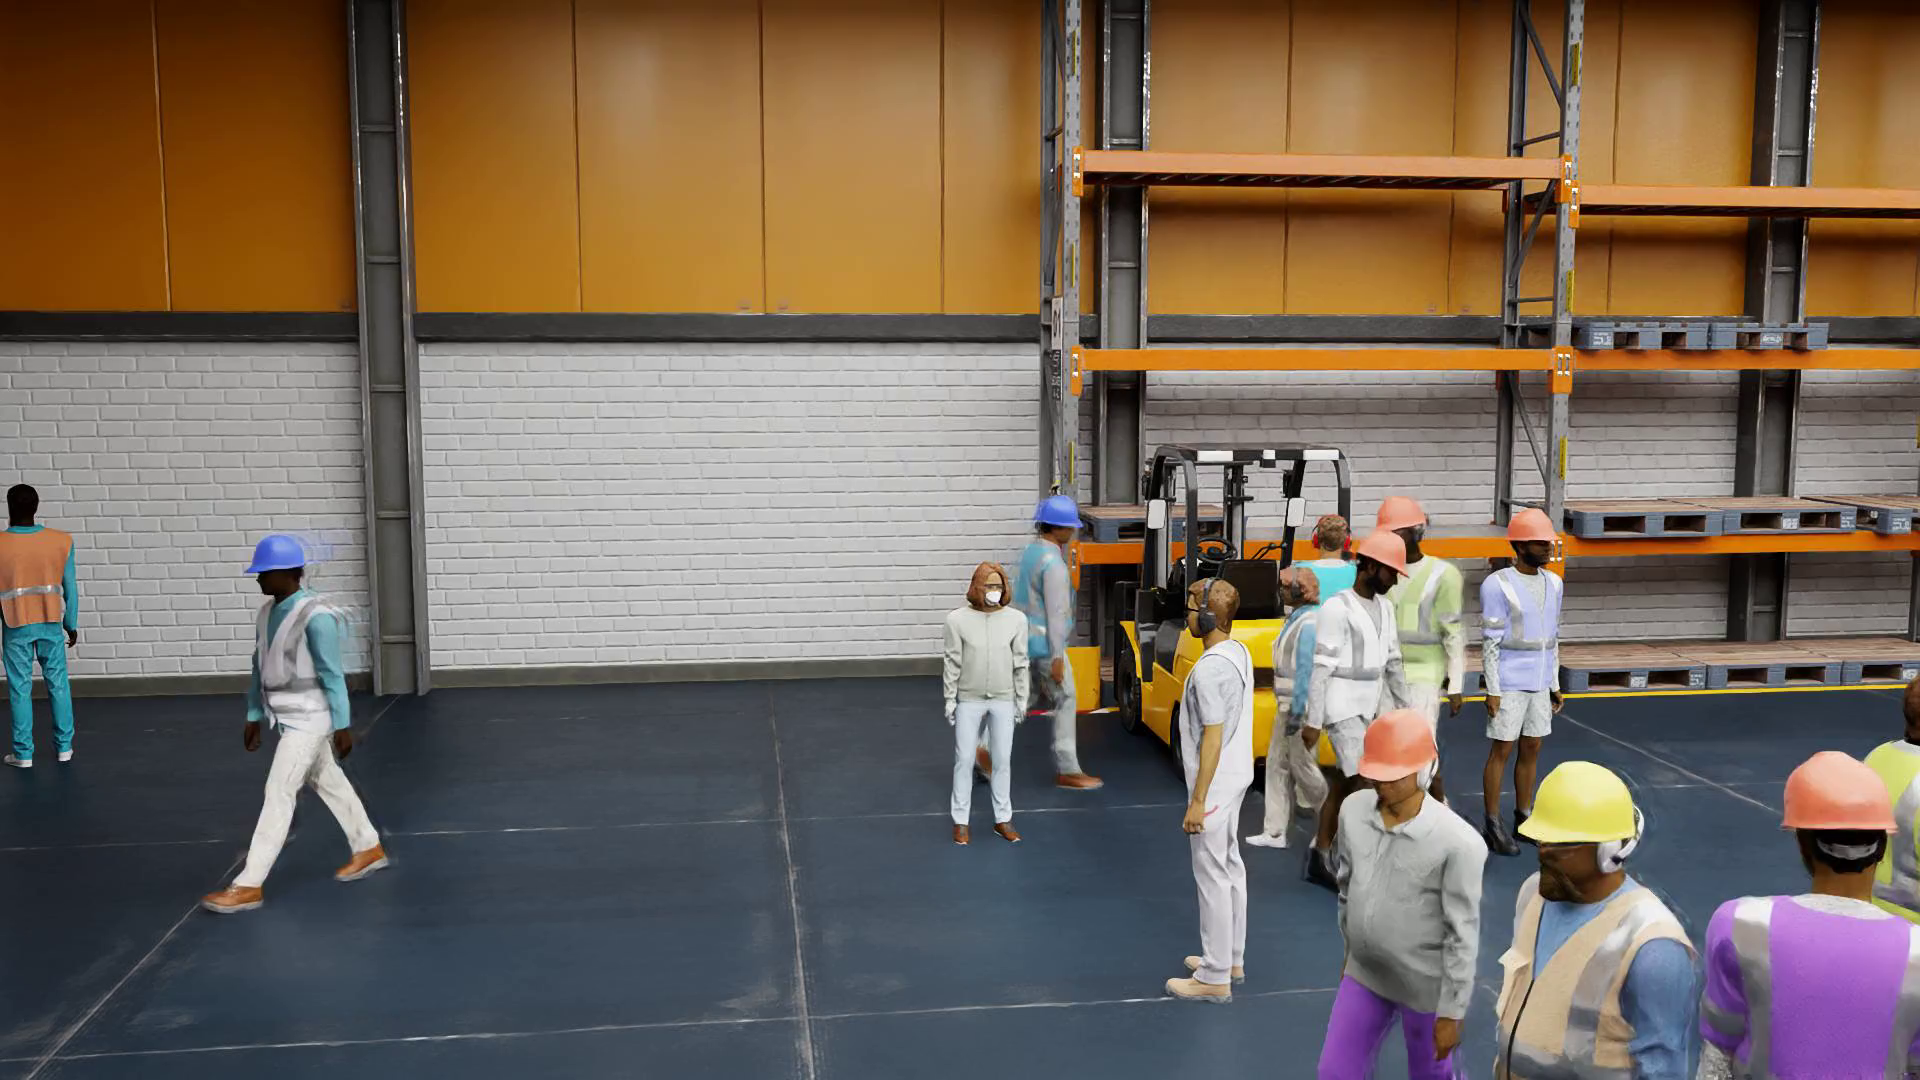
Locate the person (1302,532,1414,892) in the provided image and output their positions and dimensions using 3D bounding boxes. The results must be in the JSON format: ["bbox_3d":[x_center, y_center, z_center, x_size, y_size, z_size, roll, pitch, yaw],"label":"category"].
[{"bbox_3d":[2.110,0.907,8.563,0.707,1.886,0.587,5,8,40],"label":"person"}]

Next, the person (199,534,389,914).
[{"bbox_3d":[-3.419,0.905,8.569,0.626,1.893,1.020,6,9,44],"label":"person"}]

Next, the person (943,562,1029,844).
[{"bbox_3d":[0.148,0.928,9.500,0.502,1.629,0.289,-1,7,-11],"label":"person"}]

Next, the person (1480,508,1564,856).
[{"bbox_3d":[3.170,0.789,9.341,0.545,1.942,0.351,-3,7,-26],"label":"person"}]

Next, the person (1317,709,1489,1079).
[{"bbox_3d":[1.301,1.375,5.172,0.779,1.712,0.585,-5,8,-36],"label":"person"}]

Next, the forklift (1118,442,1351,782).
[{"bbox_3d":[1.912,0.418,11.496,1.214,2.155,2.313,-1,7,-8],"label":"forklift"}]

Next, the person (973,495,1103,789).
[{"bbox_3d":[0.473,0.659,10.642,0.836,1.917,0.635,-2,7,-13],"label":"person"}]

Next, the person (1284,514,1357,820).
[{"bbox_3d":[2.208,0.765,9.960,0.571,1.844,0.376,1,7,5],"label":"person"}]

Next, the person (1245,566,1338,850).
[{"bbox_3d":[1.930,0.955,9.358,0.561,1.605,0.574,-1,7,-5],"label":"person"}]

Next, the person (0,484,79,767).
[{"bbox_3d":[-6.296,0.578,11.283,0.591,1.922,0.390,-6,9,-43],"label":"person"}]

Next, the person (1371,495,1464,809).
[{"bbox_3d":[2.480,0.758,9.263,0.435,2.019,0.632,-5,8,-38],"label":"person"}]

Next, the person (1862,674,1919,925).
[{"bbox_3d":[3.021,1.312,5.194,0.430,1.845,0.621,1,7,6],"label":"person"}]

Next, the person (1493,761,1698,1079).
[{"bbox_3d":[1.610,1.440,4.193,0.622,1.815,0.606,-2,7,-13],"label":"person"}]

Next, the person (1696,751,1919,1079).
[{"bbox_3d":[1.939,1.445,3.739,0.552,1.911,0.650,3,7,27],"label":"person"}]

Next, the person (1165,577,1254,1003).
[{"bbox_3d":[1.100,1.076,7.244,0.333,1.844,0.515,3,7,25],"label":"person"}]
